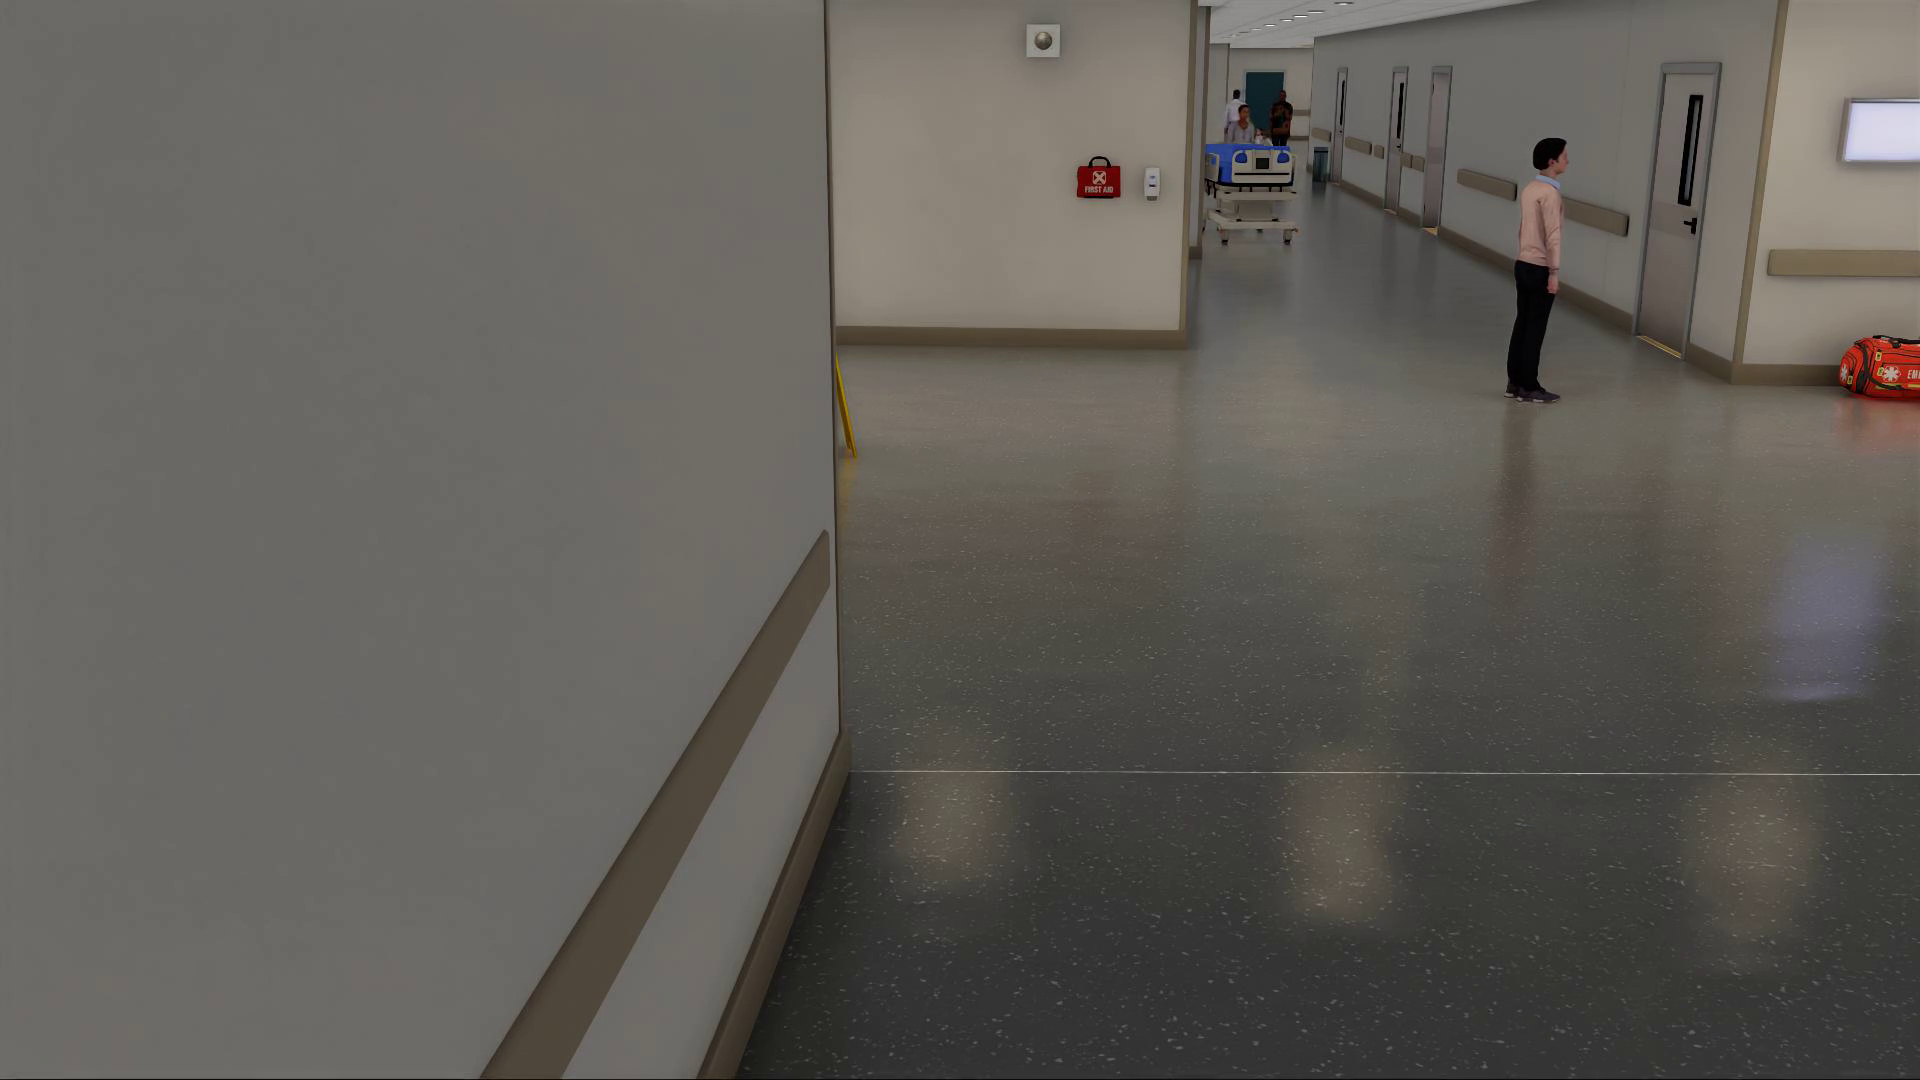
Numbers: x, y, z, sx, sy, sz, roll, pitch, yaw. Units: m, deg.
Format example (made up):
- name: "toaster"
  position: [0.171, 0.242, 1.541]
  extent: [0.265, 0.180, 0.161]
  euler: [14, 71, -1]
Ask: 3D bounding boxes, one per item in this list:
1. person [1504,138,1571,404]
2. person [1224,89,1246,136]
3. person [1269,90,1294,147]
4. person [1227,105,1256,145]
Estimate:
- name: "person"
  position: [4.027, -1.879, 11.587]
  extent: [0.607, 1.809, 0.664]
  euler: [-2, 16, -6]
- name: "person"
  position: [6.439, -9.599, 39.027]
  extent: [1.289, 1.776, 0.968]
  euler: [5, 17, 18]
- name: "person"
  position: [7.339, -9.381, 38.124]
  extent: [0.610, 1.808, 0.768]
  euler: [0, 16, 0]
- name: "person"
  position: [4.481, -6.140, 26.881]
  extent: [1.006, 1.710, 0.791]
  euler: [-1, 16, -4]
